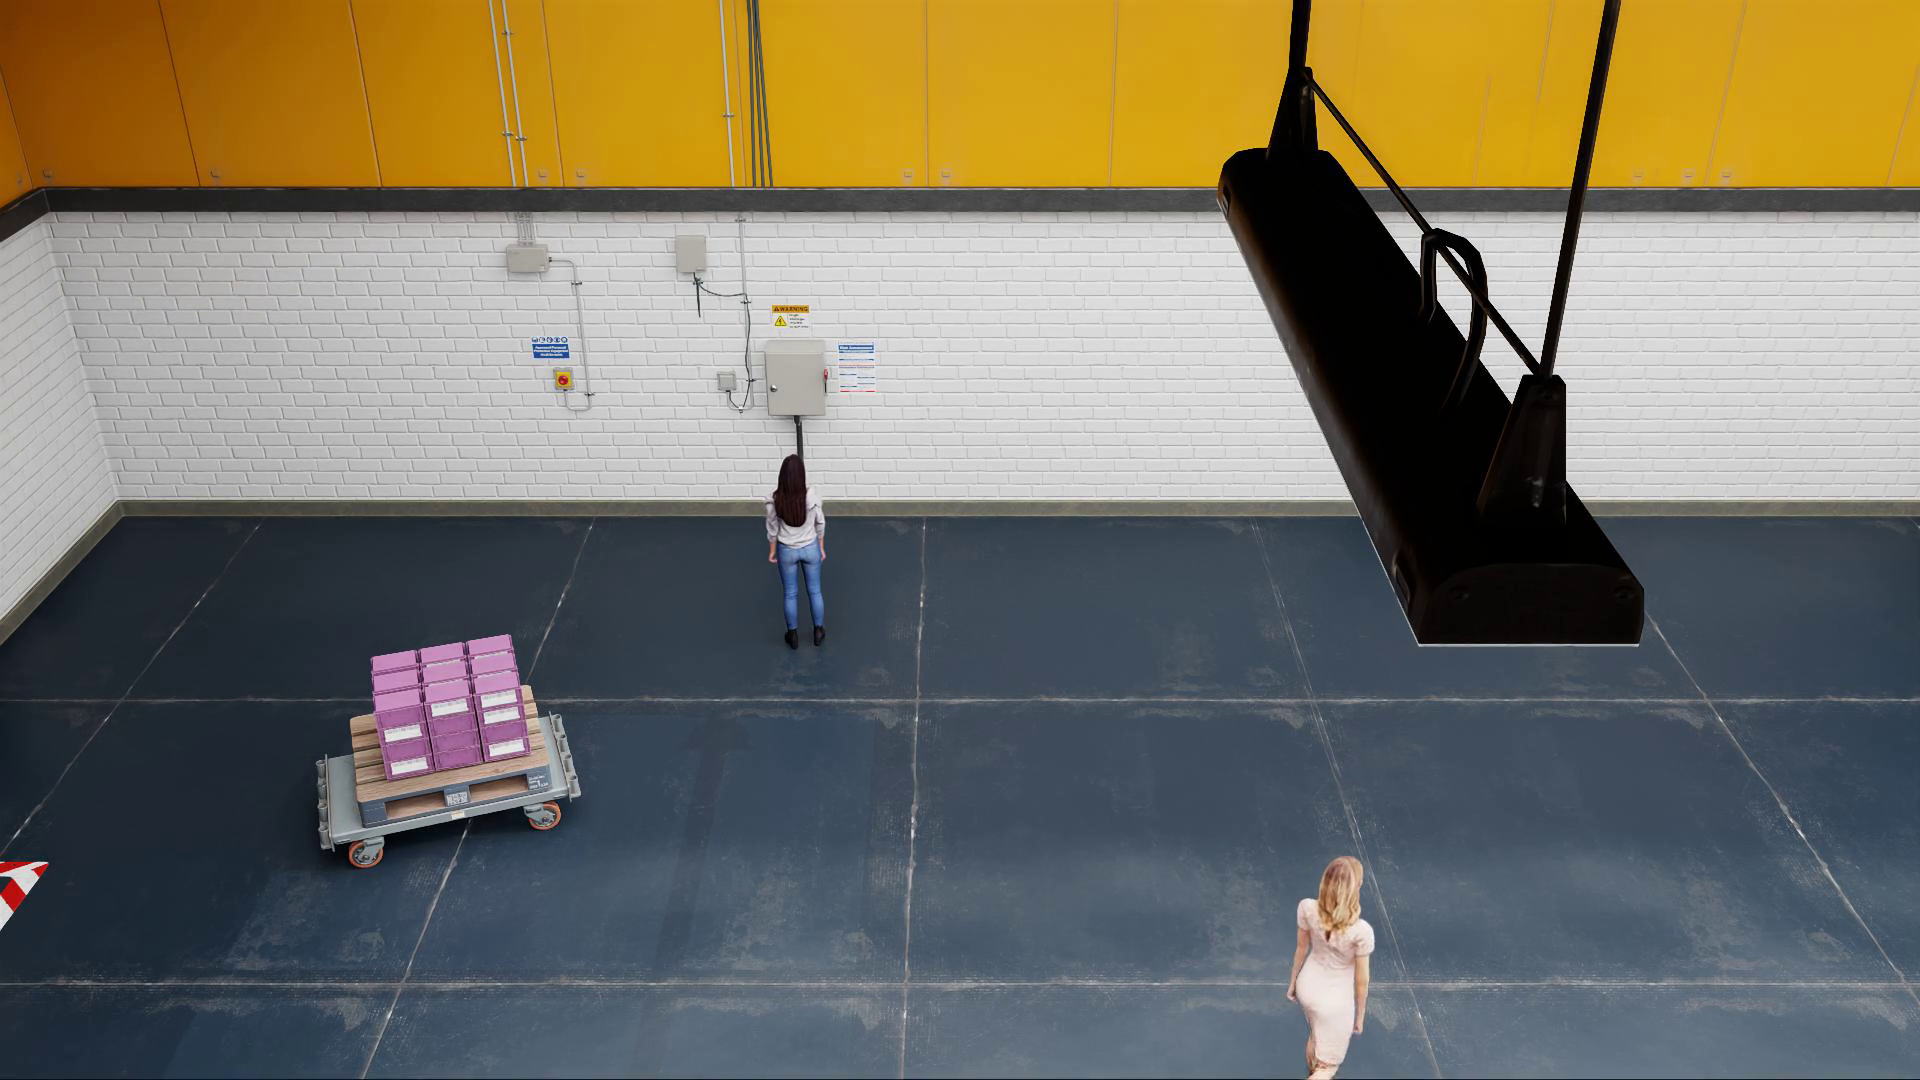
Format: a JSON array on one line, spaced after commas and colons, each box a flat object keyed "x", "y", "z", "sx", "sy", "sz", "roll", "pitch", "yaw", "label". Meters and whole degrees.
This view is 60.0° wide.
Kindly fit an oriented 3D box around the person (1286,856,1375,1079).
[{"x": 1.811, "y": 2.398, "z": 8.453, "sx": 1.015, "sy": 1.810, "sz": 1.094, "roll": 24, "pitch": 37, "yaw": 37, "label": "person"}]

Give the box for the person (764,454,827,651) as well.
[{"x": -1.247, "y": 0.092, "z": 12.865, "sx": 0.642, "sy": 1.633, "sz": 0.572, "roll": -5, "pitch": 29, "yaw": -10, "label": "person"}]
